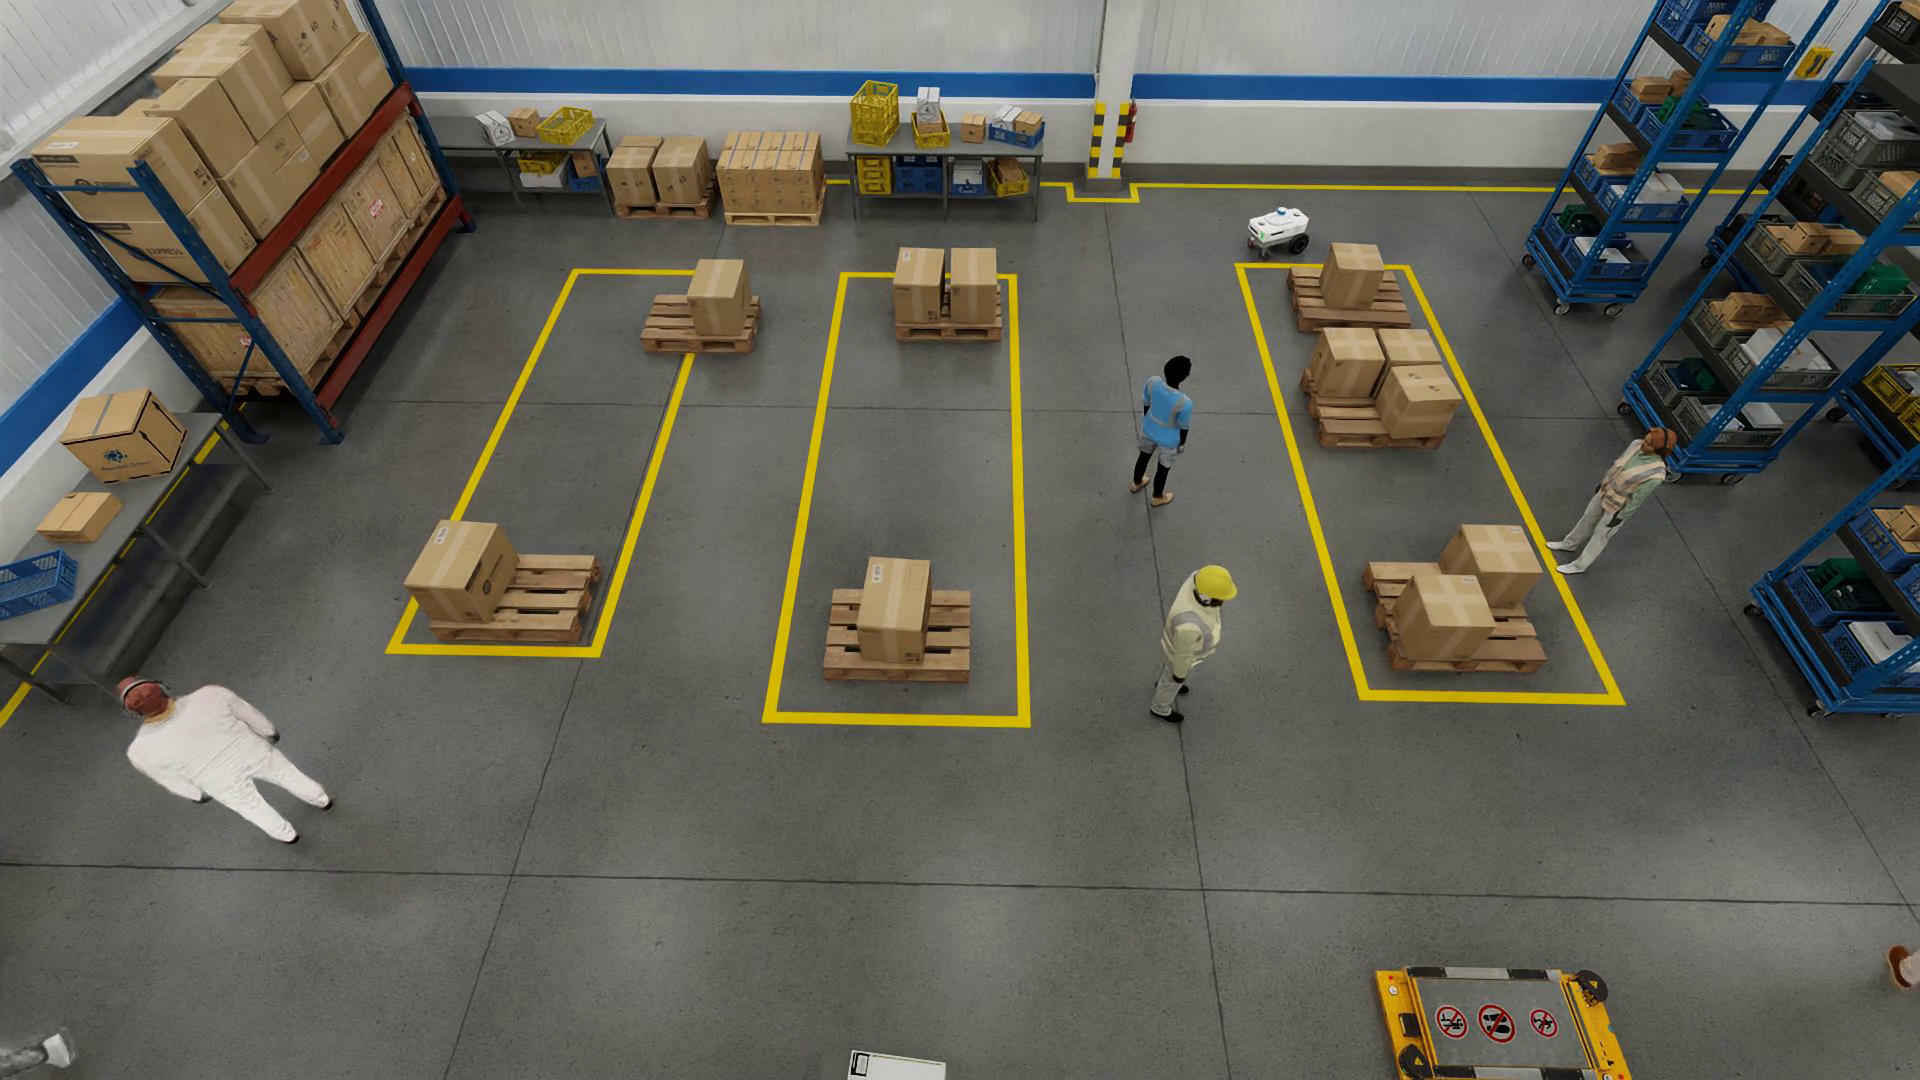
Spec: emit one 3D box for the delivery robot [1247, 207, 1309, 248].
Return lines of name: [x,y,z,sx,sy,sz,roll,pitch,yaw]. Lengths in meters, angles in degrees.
delivery robot: [3.949,-3.903,11.410,0.707,0.478,0.477,-17,53,-13]

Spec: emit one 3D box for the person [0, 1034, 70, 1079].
person: [-5.783,2.986,4.989,0.611,1.899,0.713,28,56,21]

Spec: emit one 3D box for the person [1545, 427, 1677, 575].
person: [5.616,-0.337,7.871,0.310,1.631,0.508,5,51,4]

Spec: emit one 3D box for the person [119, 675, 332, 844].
person: [-4.974,1.480,6.223,0.396,1.901,0.656,24,55,18]

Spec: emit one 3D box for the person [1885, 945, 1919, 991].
person: [6.451,2.257,5.551,0.641,1.947,0.556,31,57,23]

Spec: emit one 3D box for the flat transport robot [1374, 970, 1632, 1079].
flat transport robot: [3.501,3.133,5.914,1.431,0.197,0.652,1,51,1]

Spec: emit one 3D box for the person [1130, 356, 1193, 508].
person: [1.852,-0.980,8.353,0.318,1.696,0.536,-33,58,-24]

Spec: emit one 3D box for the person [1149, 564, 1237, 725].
person: [1.708,0.772,6.846,0.403,1.824,0.587,15,52,12]
